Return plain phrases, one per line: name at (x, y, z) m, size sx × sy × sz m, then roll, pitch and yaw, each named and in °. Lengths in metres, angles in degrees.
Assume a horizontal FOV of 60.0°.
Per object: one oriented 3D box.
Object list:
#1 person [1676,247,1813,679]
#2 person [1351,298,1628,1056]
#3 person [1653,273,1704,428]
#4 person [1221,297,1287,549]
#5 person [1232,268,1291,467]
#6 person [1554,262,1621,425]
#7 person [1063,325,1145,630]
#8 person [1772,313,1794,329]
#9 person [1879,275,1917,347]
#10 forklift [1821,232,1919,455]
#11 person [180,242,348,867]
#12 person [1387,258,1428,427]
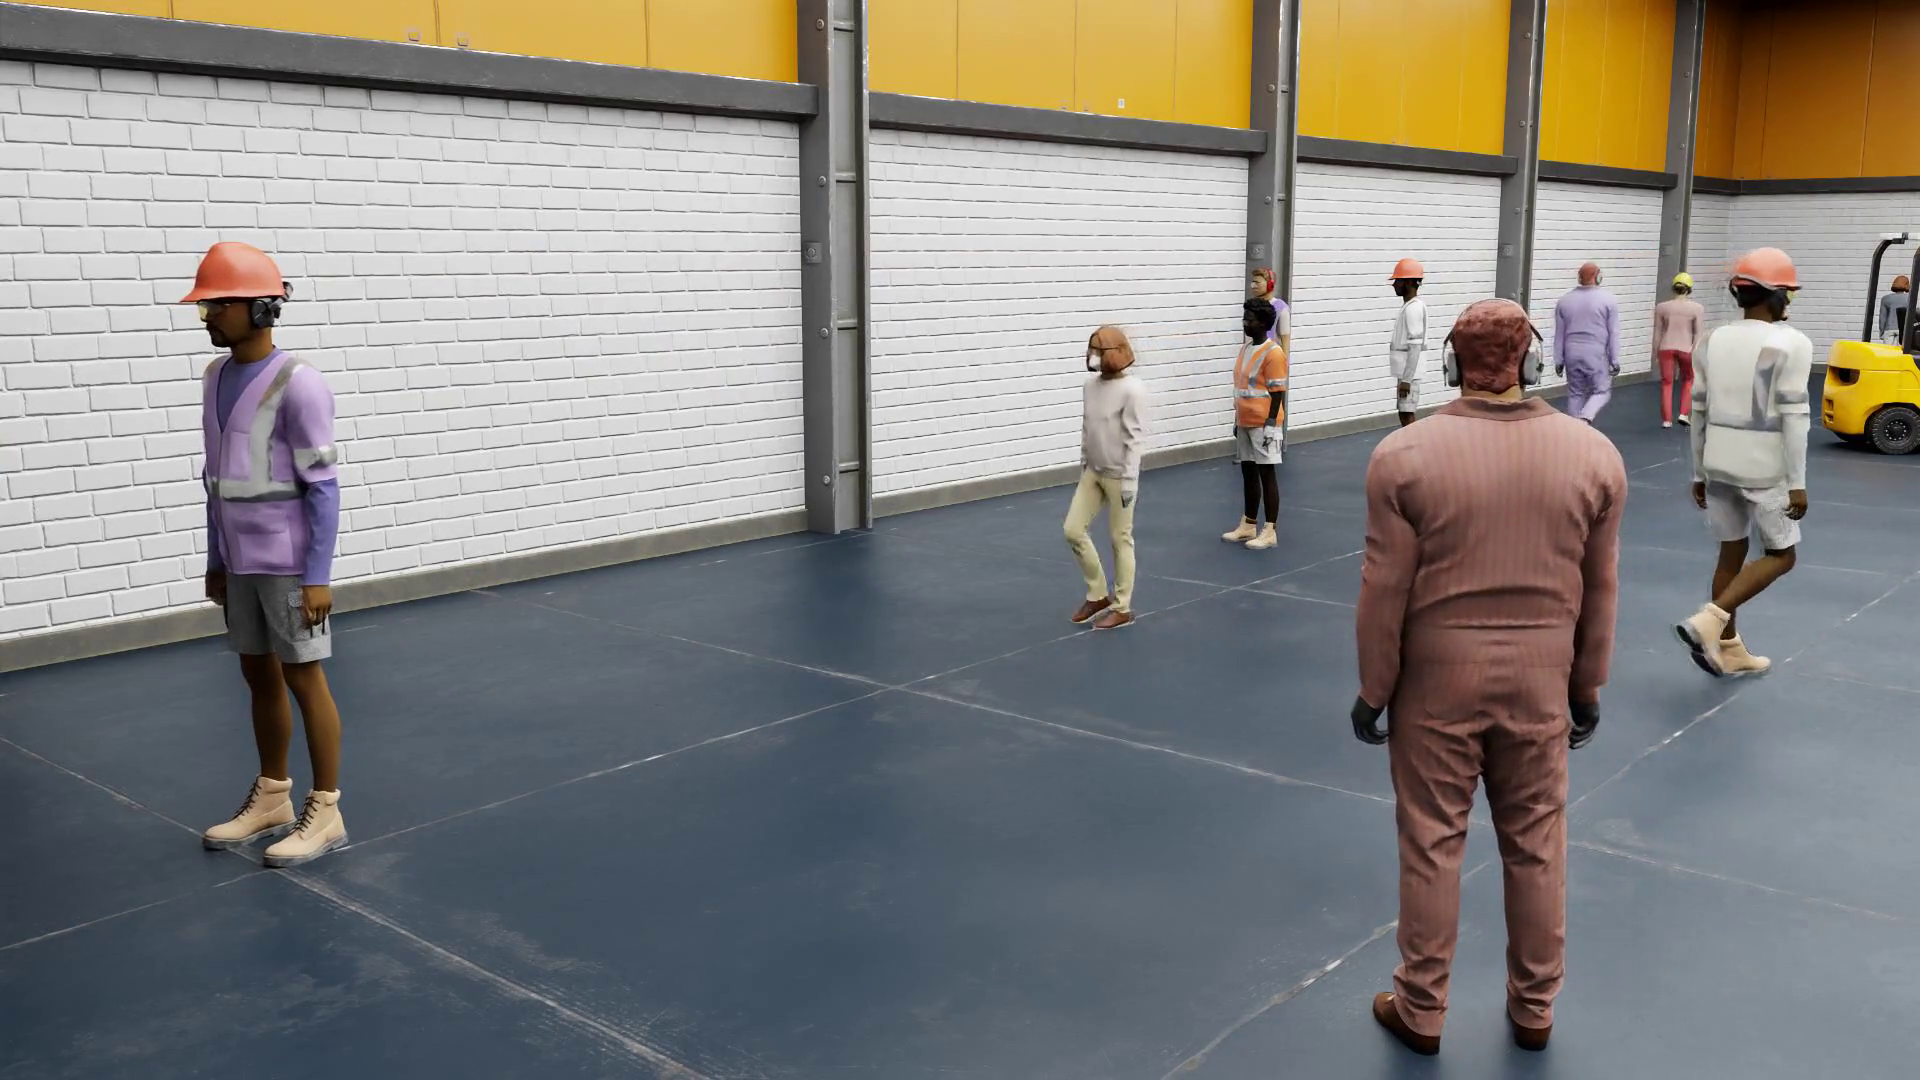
person at (3.603, -0.324, 7.679) m, size 0.576 × 2.031 × 0.636 m, roll -4°, pitch 11°, yaw -22°
person at (1.304, 0.350, 4.200) m, size 0.646 × 1.904 × 0.401 m, roll 0°, pitch 10°, yaw 0°
person at (8.087, -2.126, 18.752) m, size 0.525 × 1.753 × 0.454 m, roll 6°, pitch 11°, yaw 30°
person at (2.012, -0.790, 11.283) m, size 0.318 × 1.697 × 0.536 m, roll -4°, pitch 11°, yaw -20°
person at (2.837, -1.591, 15.411) m, size 0.397 × 1.847 × 0.564 m, roll -5°, pitch 11°, yaw -28°
person at (6.198, -1.806, 16.501) m, size 0.538 × 1.891 × 0.661 m, roll -10°, pitch 14°, yaw -43°
person at (0.750, -0.320, 8.797) m, size 0.425 × 1.618 × 0.522 m, roll -7°, pitch 12°, yaw -33°
person at (6.301, -1.126, 13.087) m, size 0.494 × 1.747 × 0.333 m, roll -1°, pitch 10°, yaw -3°
person at (13.605, -3.018, 24.143) m, size 0.287 × 1.634 × 0.497 m, roll -9°, pitch 14°, yaw -43°
forklift at (9.955, -1.972, 16.595) m, size 2.313 × 2.155 × 1.214 m, roll 1°, pitch 10°, yaw 8°
person at (-2.294, 0.056, 5.476) m, size 0.607 × 2.045 × 0.390 m, roll 7°, pitch 12°, yaw 34°
person at (3.802, -1.427, 14.223) m, size 0.356 × 1.937 × 0.552 m, roll 2°, pitch 10°, yaw 13°
